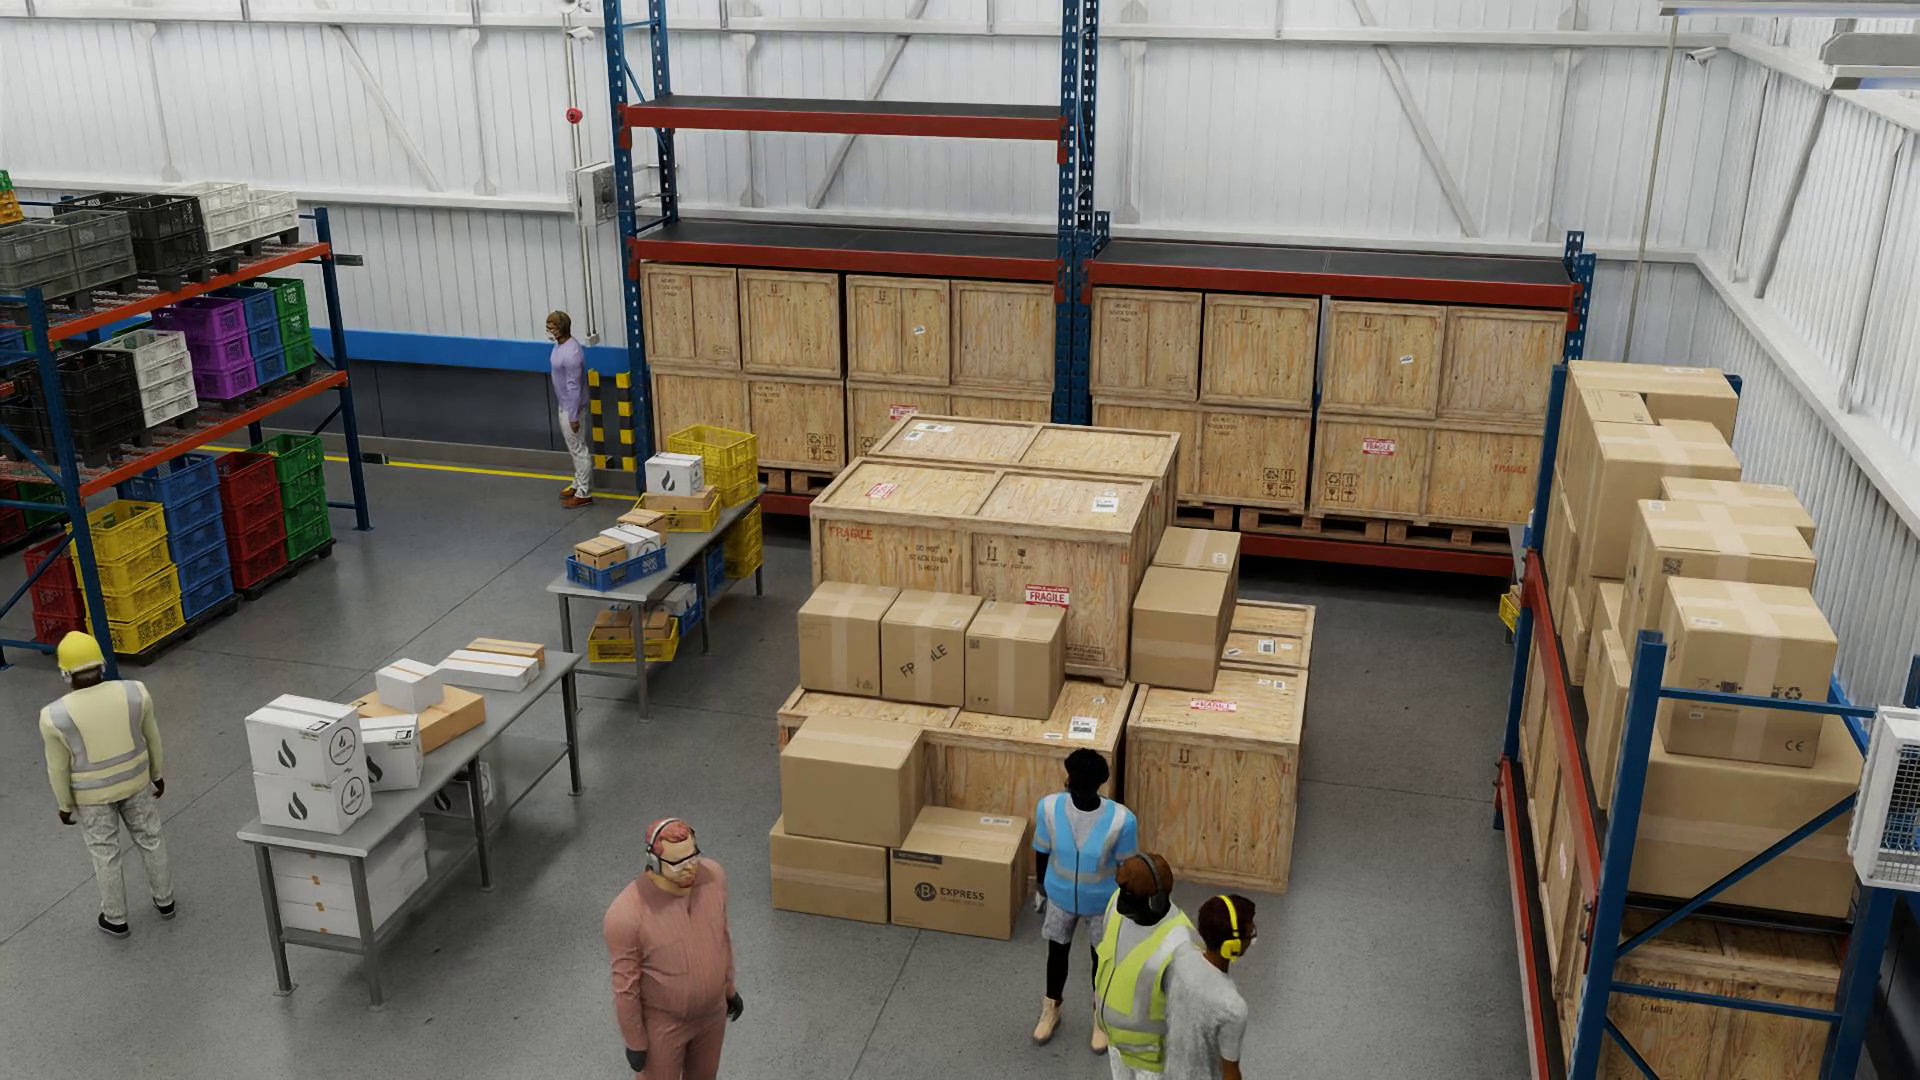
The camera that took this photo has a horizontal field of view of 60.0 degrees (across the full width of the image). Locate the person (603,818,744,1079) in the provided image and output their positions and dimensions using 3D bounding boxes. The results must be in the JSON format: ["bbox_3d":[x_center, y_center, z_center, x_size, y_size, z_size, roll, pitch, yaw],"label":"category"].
[{"bbox_3d":[-1.213,2.072,7.313,0.407,1.909,0.639,17,27,37],"label":"person"}]

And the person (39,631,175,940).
[{"bbox_3d":[-4.750,1.355,9.288,0.586,1.834,0.403,-19,28,-41],"label":"person"}]

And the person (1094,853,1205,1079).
[{"bbox_3d":[0.794,2.157,7.200,0.431,1.835,0.623,-10,23,-24],"label":"person"}]

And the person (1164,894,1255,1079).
[{"bbox_3d":[0.994,2.271,6.864,0.330,1.863,0.559,-10,23,-24],"label":"person"}]

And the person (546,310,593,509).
[{"bbox_3d":[-3.750,-1.268,16.022,0.375,1.933,0.625,-8,22,-19],"label":"person"}]

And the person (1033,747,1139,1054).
[{"bbox_3d":[0.618,1.791,8.338,0.536,1.694,0.322,6,22,16],"label":"person"}]
